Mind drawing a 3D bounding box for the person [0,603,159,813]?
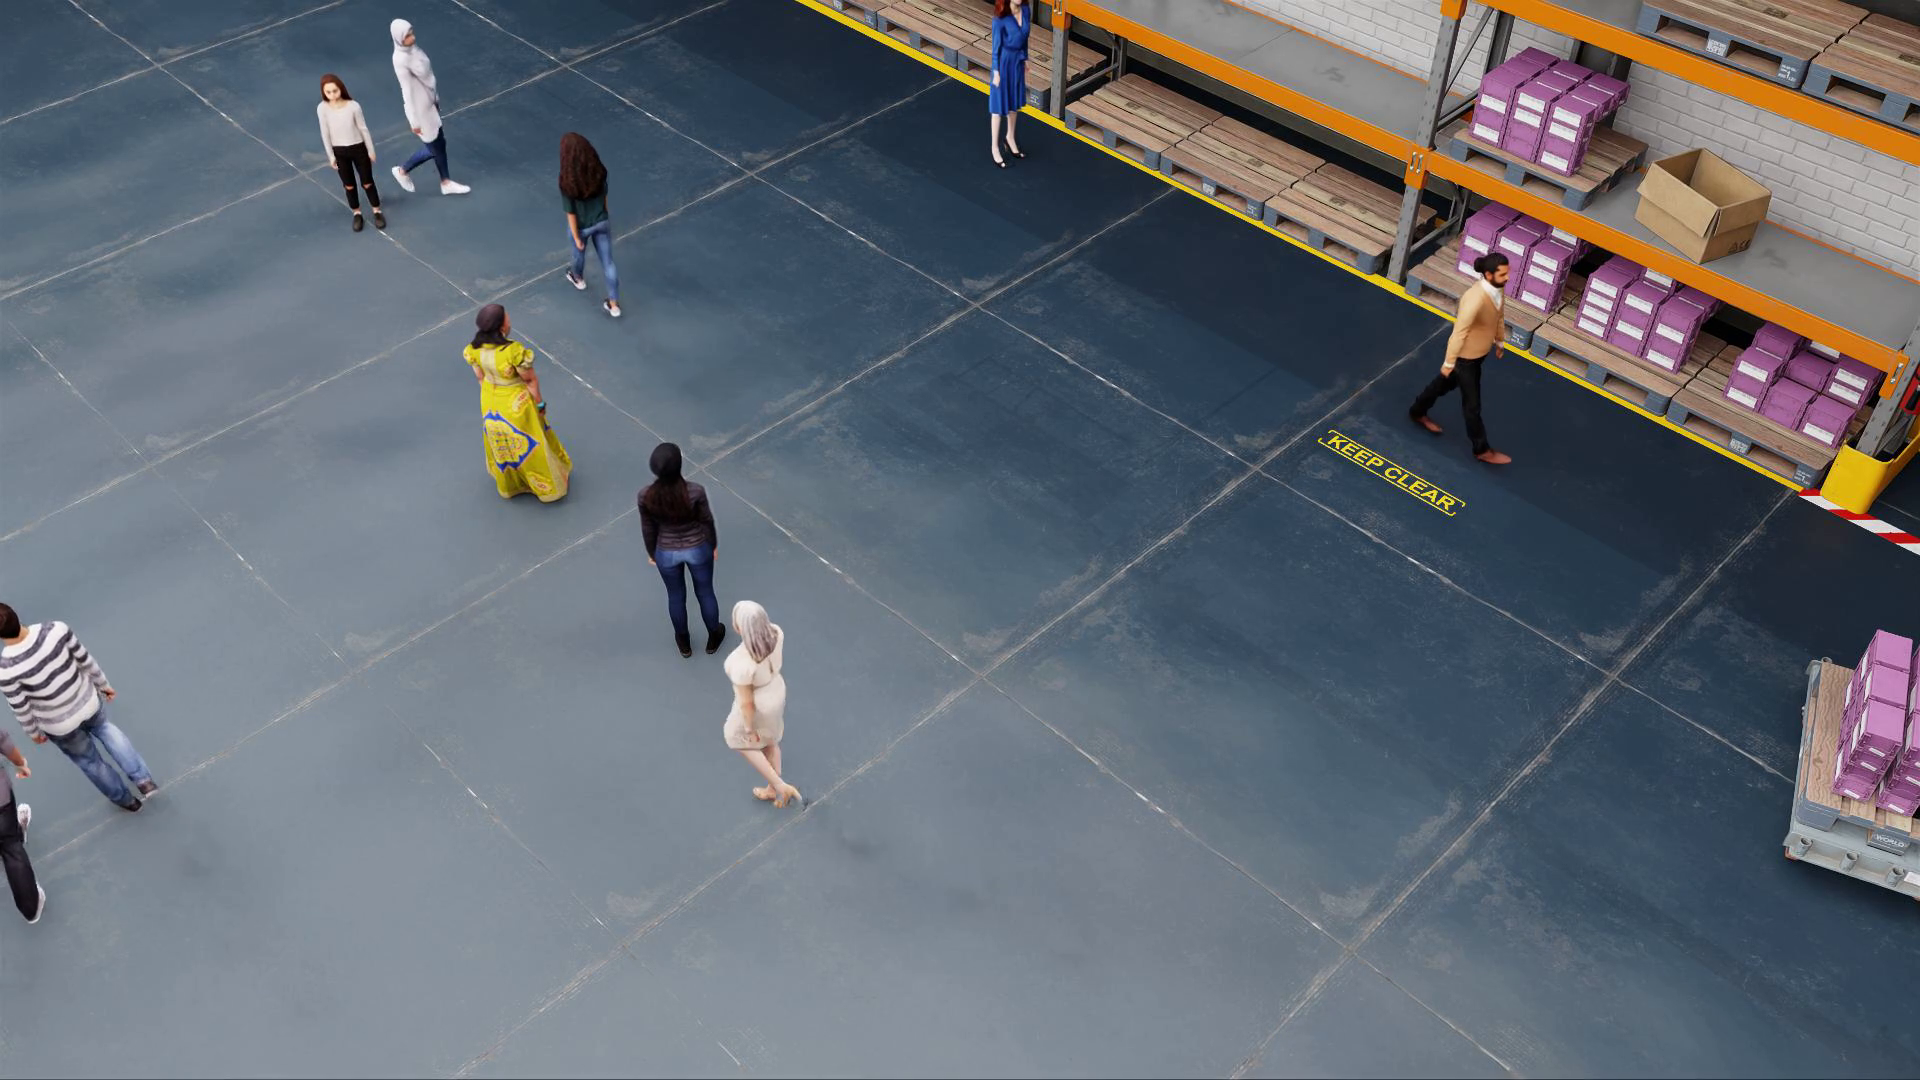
[{"bbox_3d":[-5.140,1.036,9.704,0.787,1.829,0.757,27,50,25],"label":"person"}]

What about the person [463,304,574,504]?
[{"bbox_3d":[-3.213,-0.975,11.938,0.934,1.659,1.054,11,45,12],"label":"person"}]

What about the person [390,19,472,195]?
[{"bbox_3d":[-4.883,-3.826,14.858,1.008,1.759,0.947,-1,44,-1],"label":"person"}]

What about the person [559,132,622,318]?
[{"bbox_3d":[-2.991,-2.548,13.643,0.728,1.585,1.033,-23,48,-22],"label":"person"}]

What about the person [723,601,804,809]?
[{"bbox_3d":[-1.100,1.020,9.796,0.760,1.725,0.676,23,48,22],"label":"person"}]

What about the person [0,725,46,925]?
[{"bbox_3d":[-5.528,1.455,9.279,1.045,1.808,1.227,-15,46,-15],"label":"person"}]

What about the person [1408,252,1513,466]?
[{"bbox_3d":[3.713,-1.411,12.358,1.160,1.710,0.745,30,51,27],"label":"person"}]

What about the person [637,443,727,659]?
[{"bbox_3d":[-1.795,0.079,10.761,0.692,1.756,0.733,-3,44,-3],"label":"person"}]

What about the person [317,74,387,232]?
[{"bbox_3d":[-5.369,-3.428,14.639,0.624,1.485,0.646,-9,44,-9],"label":"person"}]

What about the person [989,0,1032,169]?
[{"bbox_3d":[0.456,-4.334,15.341,0.618,1.828,0.587,-31,52,-28],"label":"person"}]
